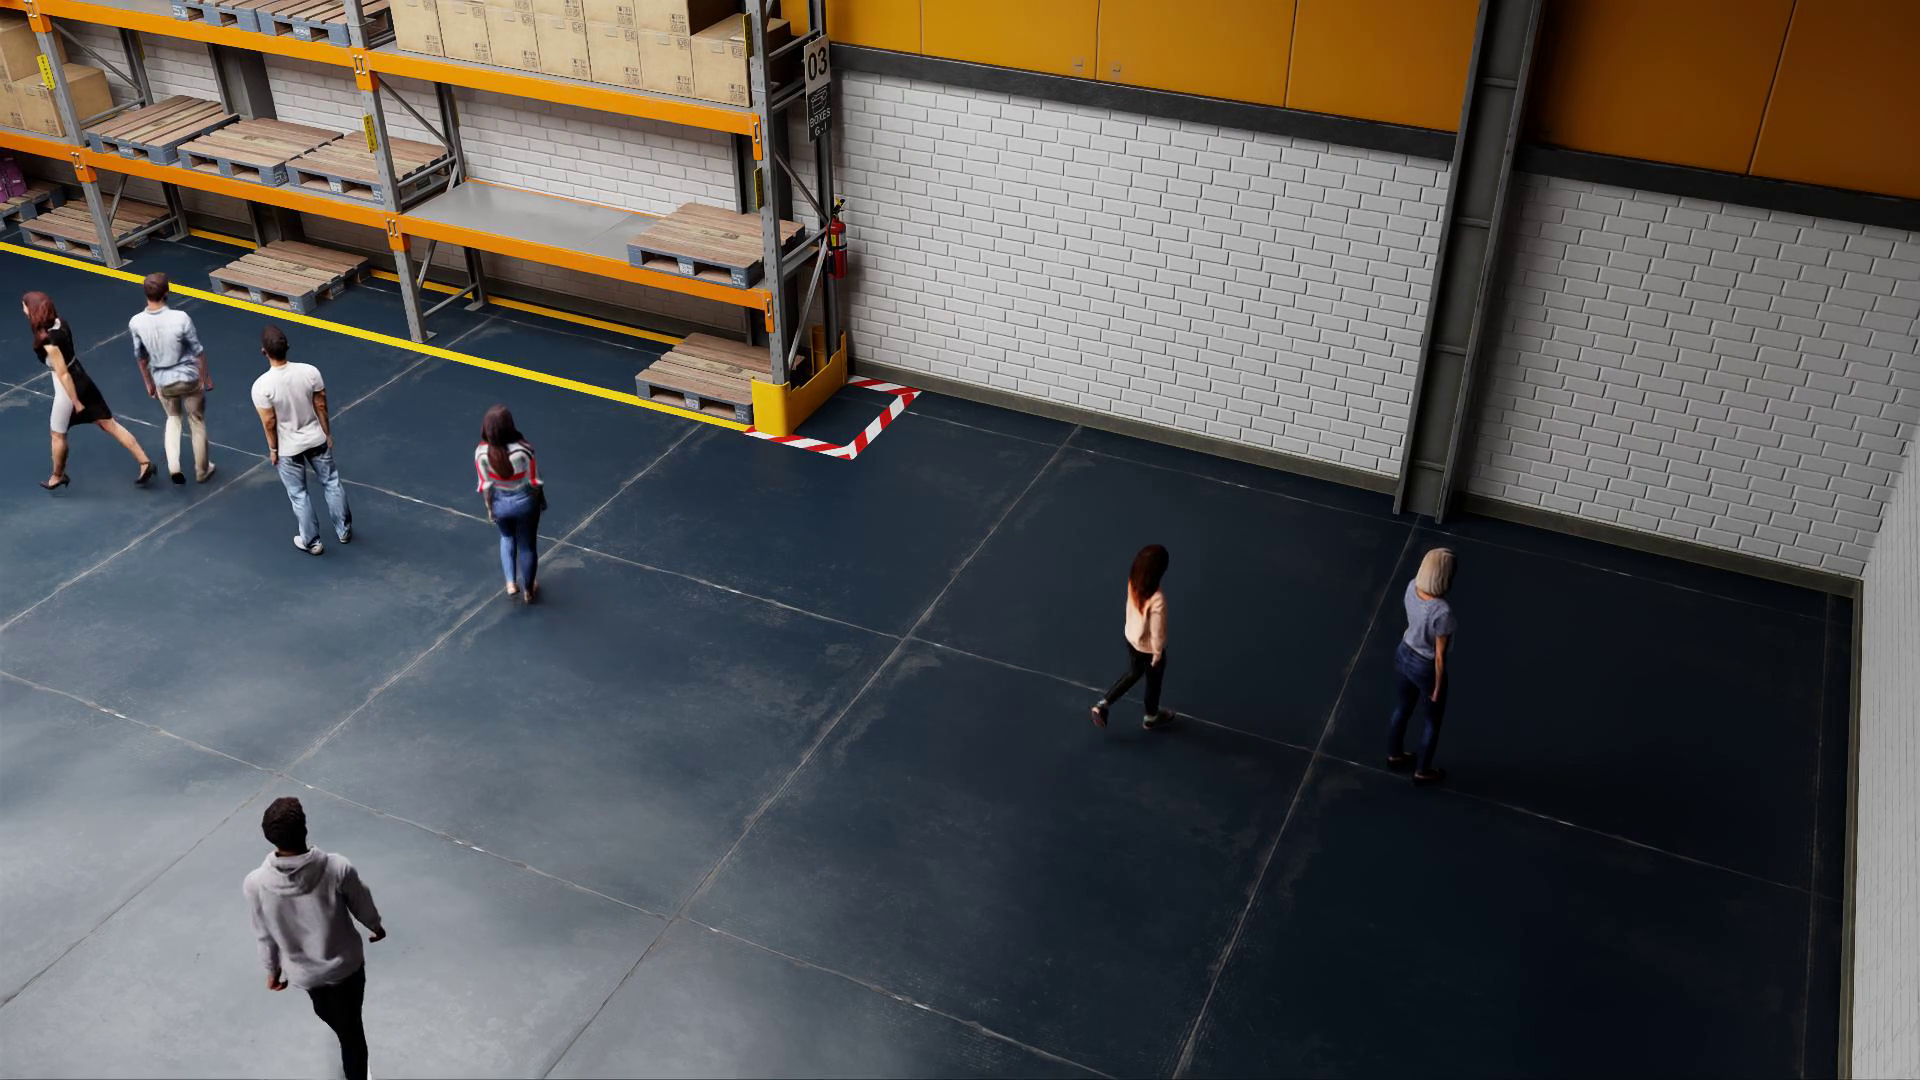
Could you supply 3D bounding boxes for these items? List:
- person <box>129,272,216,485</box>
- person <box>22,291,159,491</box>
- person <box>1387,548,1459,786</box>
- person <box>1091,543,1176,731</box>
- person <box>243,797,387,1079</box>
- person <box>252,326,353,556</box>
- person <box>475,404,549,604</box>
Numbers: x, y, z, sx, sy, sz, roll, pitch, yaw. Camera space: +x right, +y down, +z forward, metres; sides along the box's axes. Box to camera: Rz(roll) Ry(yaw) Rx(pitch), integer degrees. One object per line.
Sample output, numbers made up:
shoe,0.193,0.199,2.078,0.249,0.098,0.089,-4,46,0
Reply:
person,-6.213,-1.207,13.170,0.887,1.826,0.927,-6,34,-9
person,-6.888,-1.141,13.147,1.239,1.742,0.978,-2,34,-3
person,2.812,0.774,10.288,0.767,1.717,0.699,-14,36,-20
person,1.141,0.653,10.689,0.919,1.474,0.885,-14,36,-20
person,-3.104,2.118,8.105,1.122,1.897,1.143,-8,34,-12
person,-4.936,-0.748,12.443,0.749,1.866,0.711,-27,42,-34
person,-3.192,-0.210,11.872,0.695,1.603,0.773,-1,34,-1
